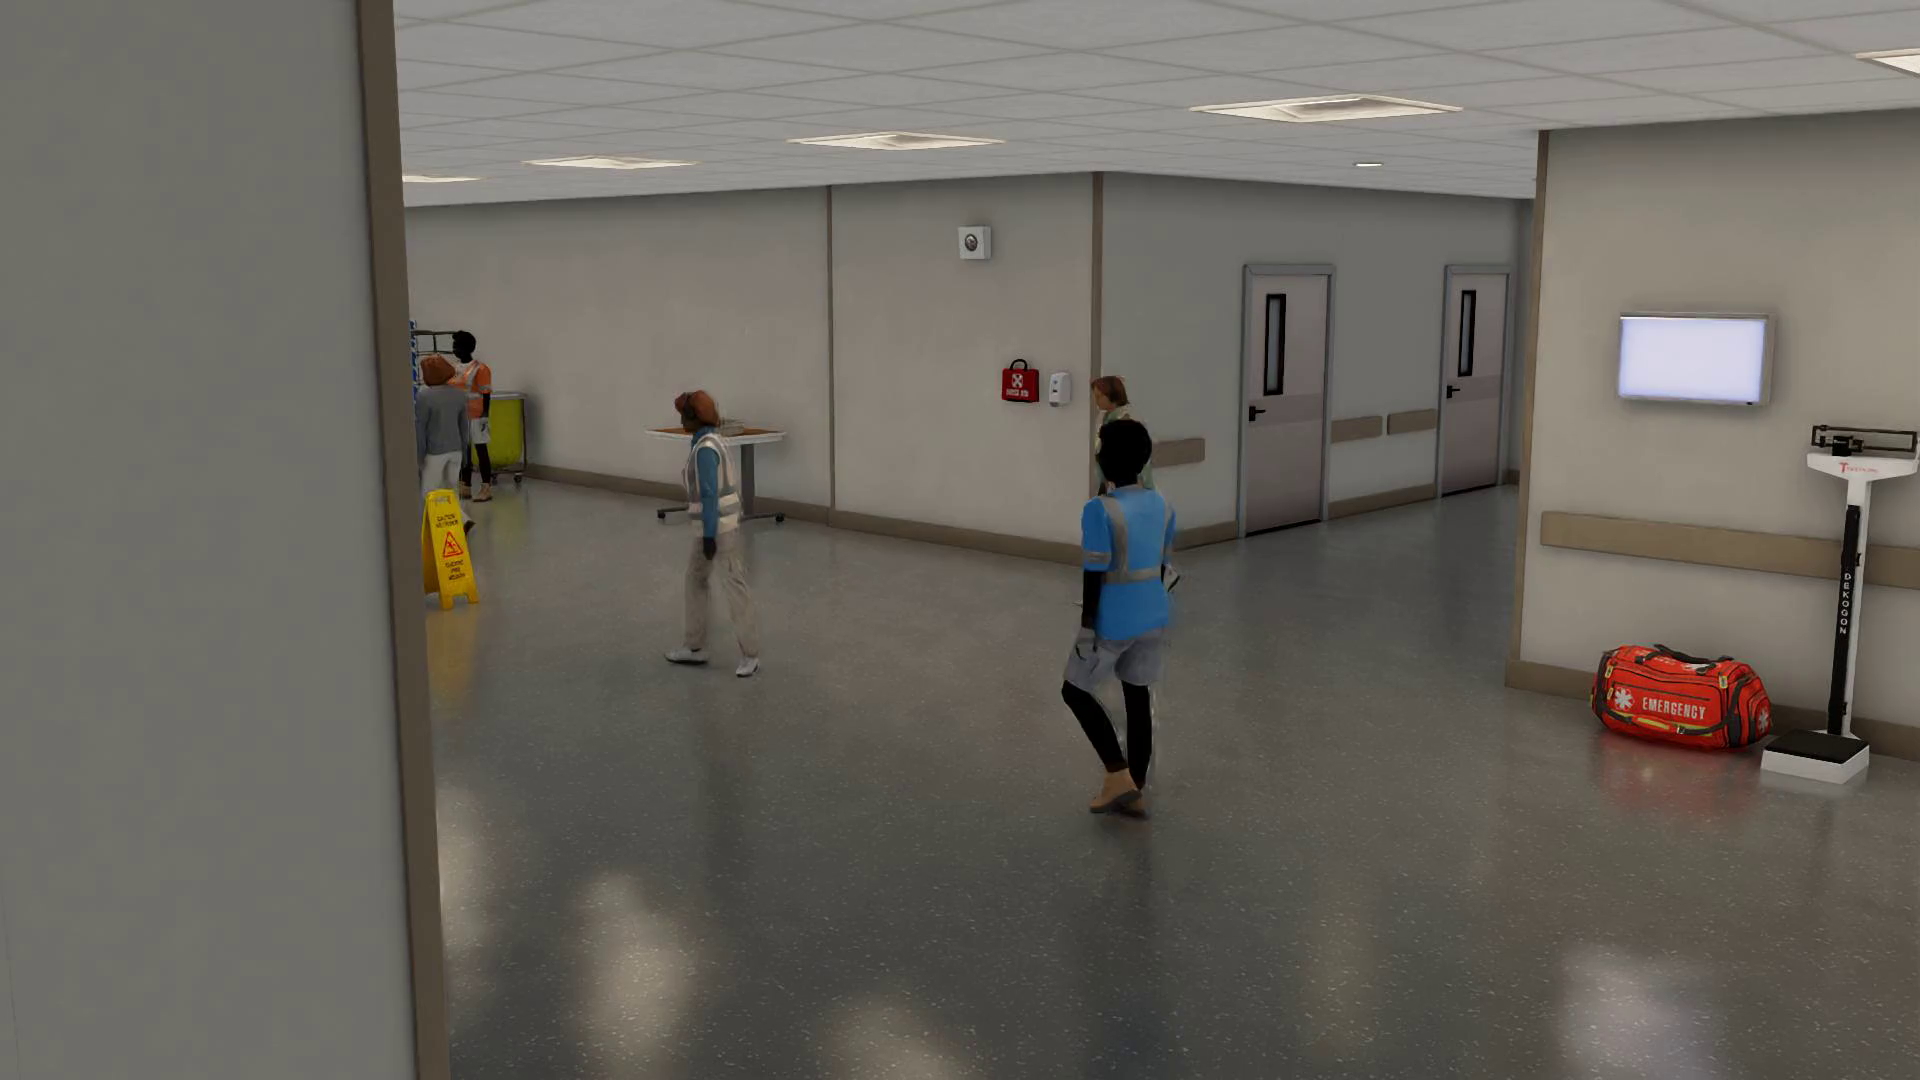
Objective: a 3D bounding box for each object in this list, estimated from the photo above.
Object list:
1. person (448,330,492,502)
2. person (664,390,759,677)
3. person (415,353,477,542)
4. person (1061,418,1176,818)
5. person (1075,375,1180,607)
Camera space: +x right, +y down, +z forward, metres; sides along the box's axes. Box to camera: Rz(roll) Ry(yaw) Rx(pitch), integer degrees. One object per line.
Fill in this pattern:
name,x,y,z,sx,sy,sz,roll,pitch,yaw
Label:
person,-4.848,-1.220,16.438,0.537,1.696,0.321,5,11,28
person,-1.430,-0.047,9.494,0.556,1.605,0.584,-2,10,-13
person,-4.153,-0.695,13.441,0.527,1.622,0.538,6,11,31
person,0.665,0.336,6.910,0.551,1.686,0.368,-9,13,-43
person,1.198,-0.350,11.443,0.842,1.589,0.542,-4,10,-21
